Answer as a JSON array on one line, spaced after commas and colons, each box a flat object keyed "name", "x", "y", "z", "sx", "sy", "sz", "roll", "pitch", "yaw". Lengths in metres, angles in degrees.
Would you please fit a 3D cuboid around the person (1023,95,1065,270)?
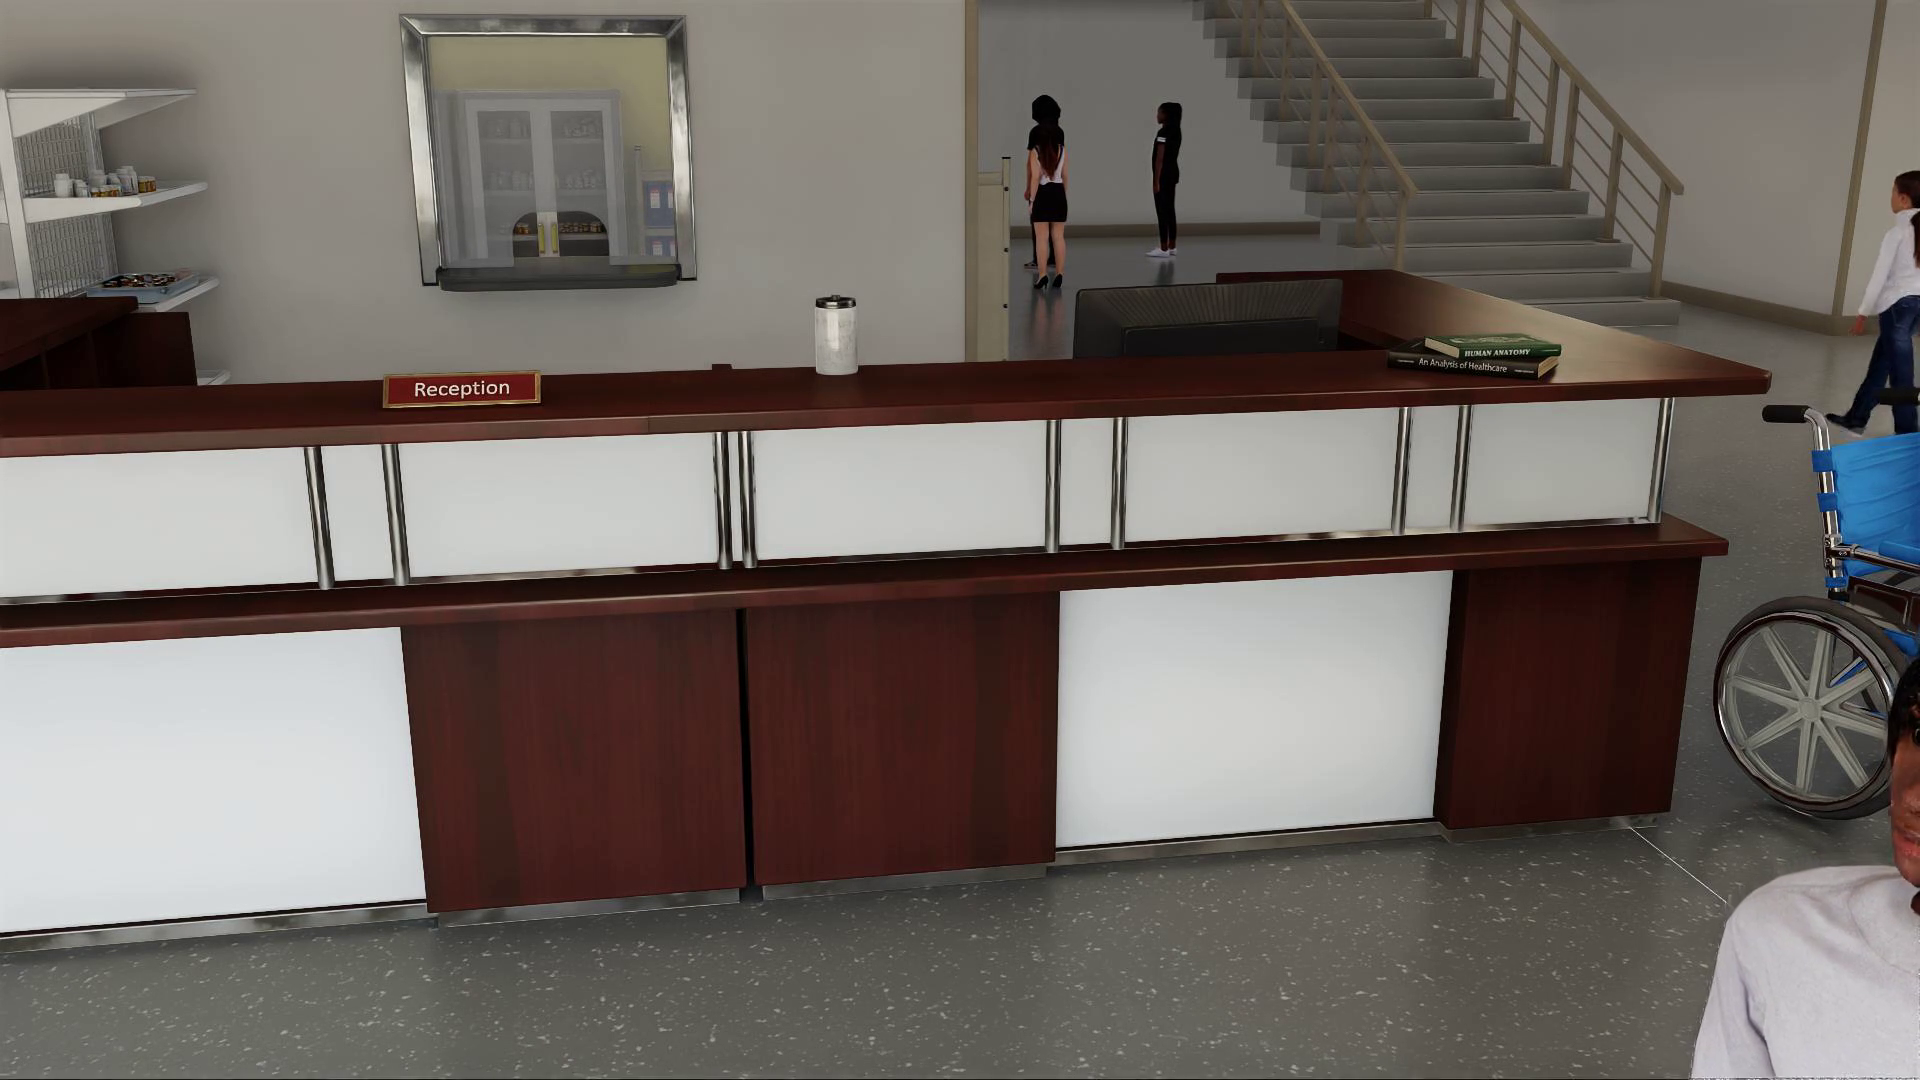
[{"name": "person", "x": 0.913, "y": -3.847, "z": 17.867, "sx": 0.708, "sy": 1.827, "sz": 0.695, "roll": -12, "pitch": 20, "yaw": -36}]

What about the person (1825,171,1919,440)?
[{"name": "person", "x": 5.208, "y": -1.206, "z": 9.075, "sx": 0.694, "sy": 1.528, "sz": 0.984, "roll": -7, "pitch": 17, "yaw": -23}]

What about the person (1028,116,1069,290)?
[{"name": "person", "x": 0.867, "y": -3.287, "z": 16.234, "sx": 0.596, "sy": 1.649, "sz": 0.575, "roll": -7, "pitch": 17, "yaw": -22}]

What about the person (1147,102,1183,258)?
[{"name": "person", "x": 2.368, "y": -4.140, "z": 19.110, "sx": 0.752, "sy": 1.729, "sz": 0.673, "roll": 9, "pitch": 18, "yaw": 28}]
